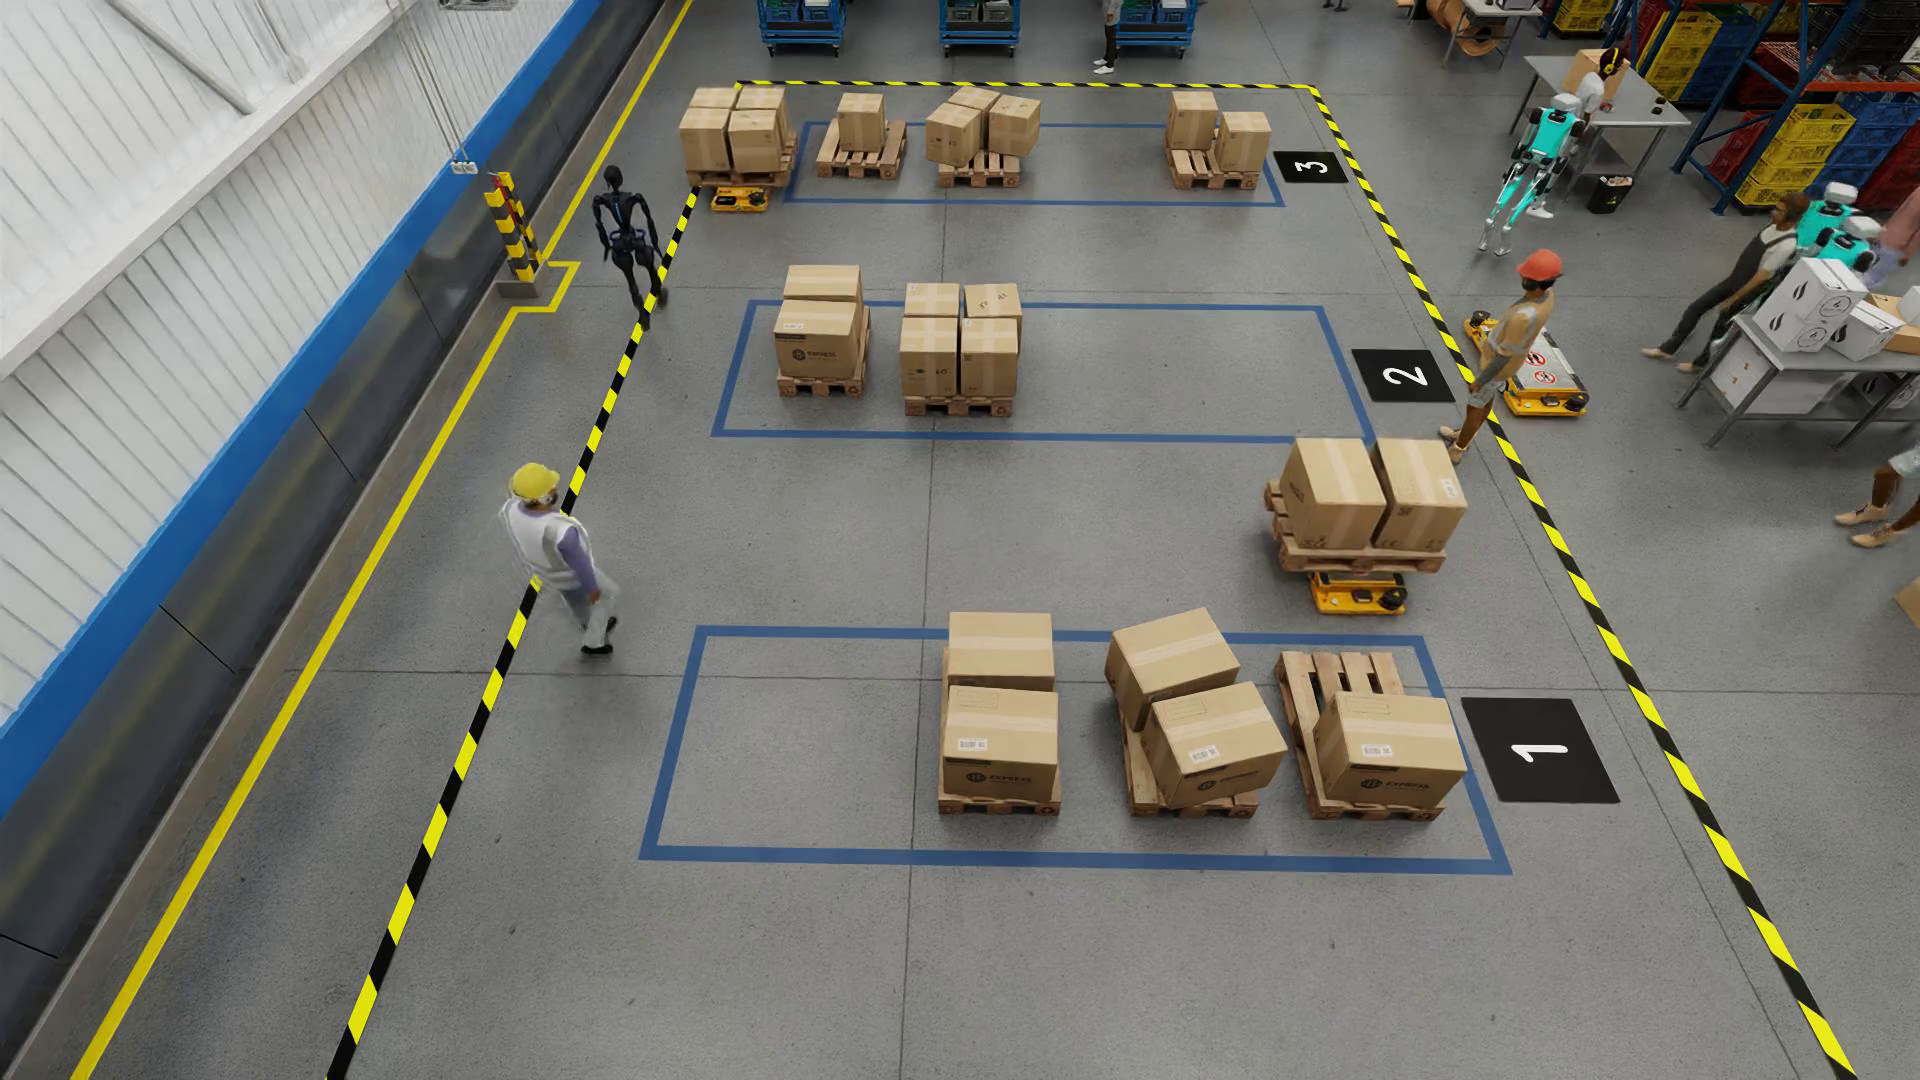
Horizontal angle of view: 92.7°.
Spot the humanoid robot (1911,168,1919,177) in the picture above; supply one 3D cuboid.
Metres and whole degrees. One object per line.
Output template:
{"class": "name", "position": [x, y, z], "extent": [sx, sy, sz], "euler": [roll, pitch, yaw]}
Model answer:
{"class": "humanoid robot", "position": [10.909, -4.048, 10.102], "extent": [0.372, 1.648, 0.601], "euler": [-1, 49, 0]}

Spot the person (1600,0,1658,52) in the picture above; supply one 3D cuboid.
{"class": "person", "position": [9.608, -7.544, 13.086], "extent": [0.492, 1.743, 0.295], "euler": [35, 58, 26]}

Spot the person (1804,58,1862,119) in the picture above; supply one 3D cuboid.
{"class": "person", "position": [10.877, -5.685, 11.414], "extent": [0.369, 1.853, 0.531], "euler": [-1, 49, -1]}

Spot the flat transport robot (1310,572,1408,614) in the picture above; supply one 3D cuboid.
{"class": "flat transport robot", "position": [3.133, -0.018, 7.530], "extent": [0.652, 0.197, 1.431], "euler": [1, 49, 1]}

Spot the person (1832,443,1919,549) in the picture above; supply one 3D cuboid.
{"class": "person", "position": [7.541, -0.657, 6.946], "extent": [0.504, 2.026, 0.624], "euler": [-2, 49, -1]}

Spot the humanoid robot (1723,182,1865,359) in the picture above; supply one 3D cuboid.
{"class": "humanoid robot", "position": [7.737, -2.324, 8.571], "extent": [0.608, 1.771, 0.861], "euler": [21, 52, 17]}

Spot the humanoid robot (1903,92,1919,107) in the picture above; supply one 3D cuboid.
{"class": "humanoid robot", "position": [13.369, -6.620, 12.375], "extent": [0.539, 1.903, 0.714], "euler": [-18, 51, -15]}

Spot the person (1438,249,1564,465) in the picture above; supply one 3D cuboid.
{"class": "person", "position": [4.461, -1.482, 7.650], "extent": [0.389, 2.035, 0.604], "euler": [36, 58, 27]}

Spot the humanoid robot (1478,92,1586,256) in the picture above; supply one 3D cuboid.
{"class": "humanoid robot", "position": [5.993, -3.816, 9.776], "extent": [0.735, 1.677, 0.533], "euler": [-36, 58, -27]}

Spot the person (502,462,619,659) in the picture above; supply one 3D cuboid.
{"class": "person", "position": [-2.720, 0.176, 6.357], "extent": [0.609, 1.817, 0.435], "euler": [20, 52, 16]}

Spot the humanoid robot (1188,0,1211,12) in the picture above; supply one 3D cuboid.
{"class": "humanoid robot", "position": [4.008, -9.458, 14.794], "extent": [0.607, 1.638, 0.600], "euler": [-19, 52, -15]}

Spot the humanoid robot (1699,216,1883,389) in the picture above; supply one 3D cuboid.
{"class": "humanoid robot", "position": [7.401, -2.068, 8.363], "extent": [0.806, 1.780, 0.530], "euler": [-7, 50, -6]}

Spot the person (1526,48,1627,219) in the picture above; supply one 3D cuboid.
{"class": "person", "position": [7.018, -4.653, 10.501], "extent": [0.335, 1.872, 0.514], "euler": [8, 50, 7]}

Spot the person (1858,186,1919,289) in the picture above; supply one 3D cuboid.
{"class": "person", "position": [9.276, -2.994, 9.144], "extent": [0.626, 1.745, 0.530], "euler": [18, 51, 15]}

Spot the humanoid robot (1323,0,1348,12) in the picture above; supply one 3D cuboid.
{"class": "humanoid robot", "position": [6.312, -9.532, 14.843], "extent": [0.315, 1.657, 0.599], "euler": [-24, 53, -20]}

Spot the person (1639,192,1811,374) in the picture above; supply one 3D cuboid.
{"class": "person", "position": [7.142, -2.362, 8.557], "extent": [0.722, 1.812, 0.515], "euler": [10, 50, 8]}

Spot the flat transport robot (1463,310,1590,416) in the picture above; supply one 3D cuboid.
{"class": "flat transport robot", "position": [5.573, -1.757, 9.054], "extent": [0.659, 0.231, 1.431], "euler": [1, 49, 1]}

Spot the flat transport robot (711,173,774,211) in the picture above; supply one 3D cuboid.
{"class": "flat transport robot", "position": [-2.665, -4.568, 11.469], "extent": [0.652, 0.197, 1.431], "euler": [1, 49, 1]}

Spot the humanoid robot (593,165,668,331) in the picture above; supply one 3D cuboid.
{"class": "humanoid robot", "position": [-3.302, -2.967, 9.184], "extent": [0.587, 1.635, 0.678], "euler": [-7, 49, -6]}

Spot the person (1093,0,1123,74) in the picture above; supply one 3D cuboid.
{"class": "person", "position": [2.141, -7.703, 13.154], "extent": [0.396, 1.850, 0.597], "euler": [4, 49, 3]}
